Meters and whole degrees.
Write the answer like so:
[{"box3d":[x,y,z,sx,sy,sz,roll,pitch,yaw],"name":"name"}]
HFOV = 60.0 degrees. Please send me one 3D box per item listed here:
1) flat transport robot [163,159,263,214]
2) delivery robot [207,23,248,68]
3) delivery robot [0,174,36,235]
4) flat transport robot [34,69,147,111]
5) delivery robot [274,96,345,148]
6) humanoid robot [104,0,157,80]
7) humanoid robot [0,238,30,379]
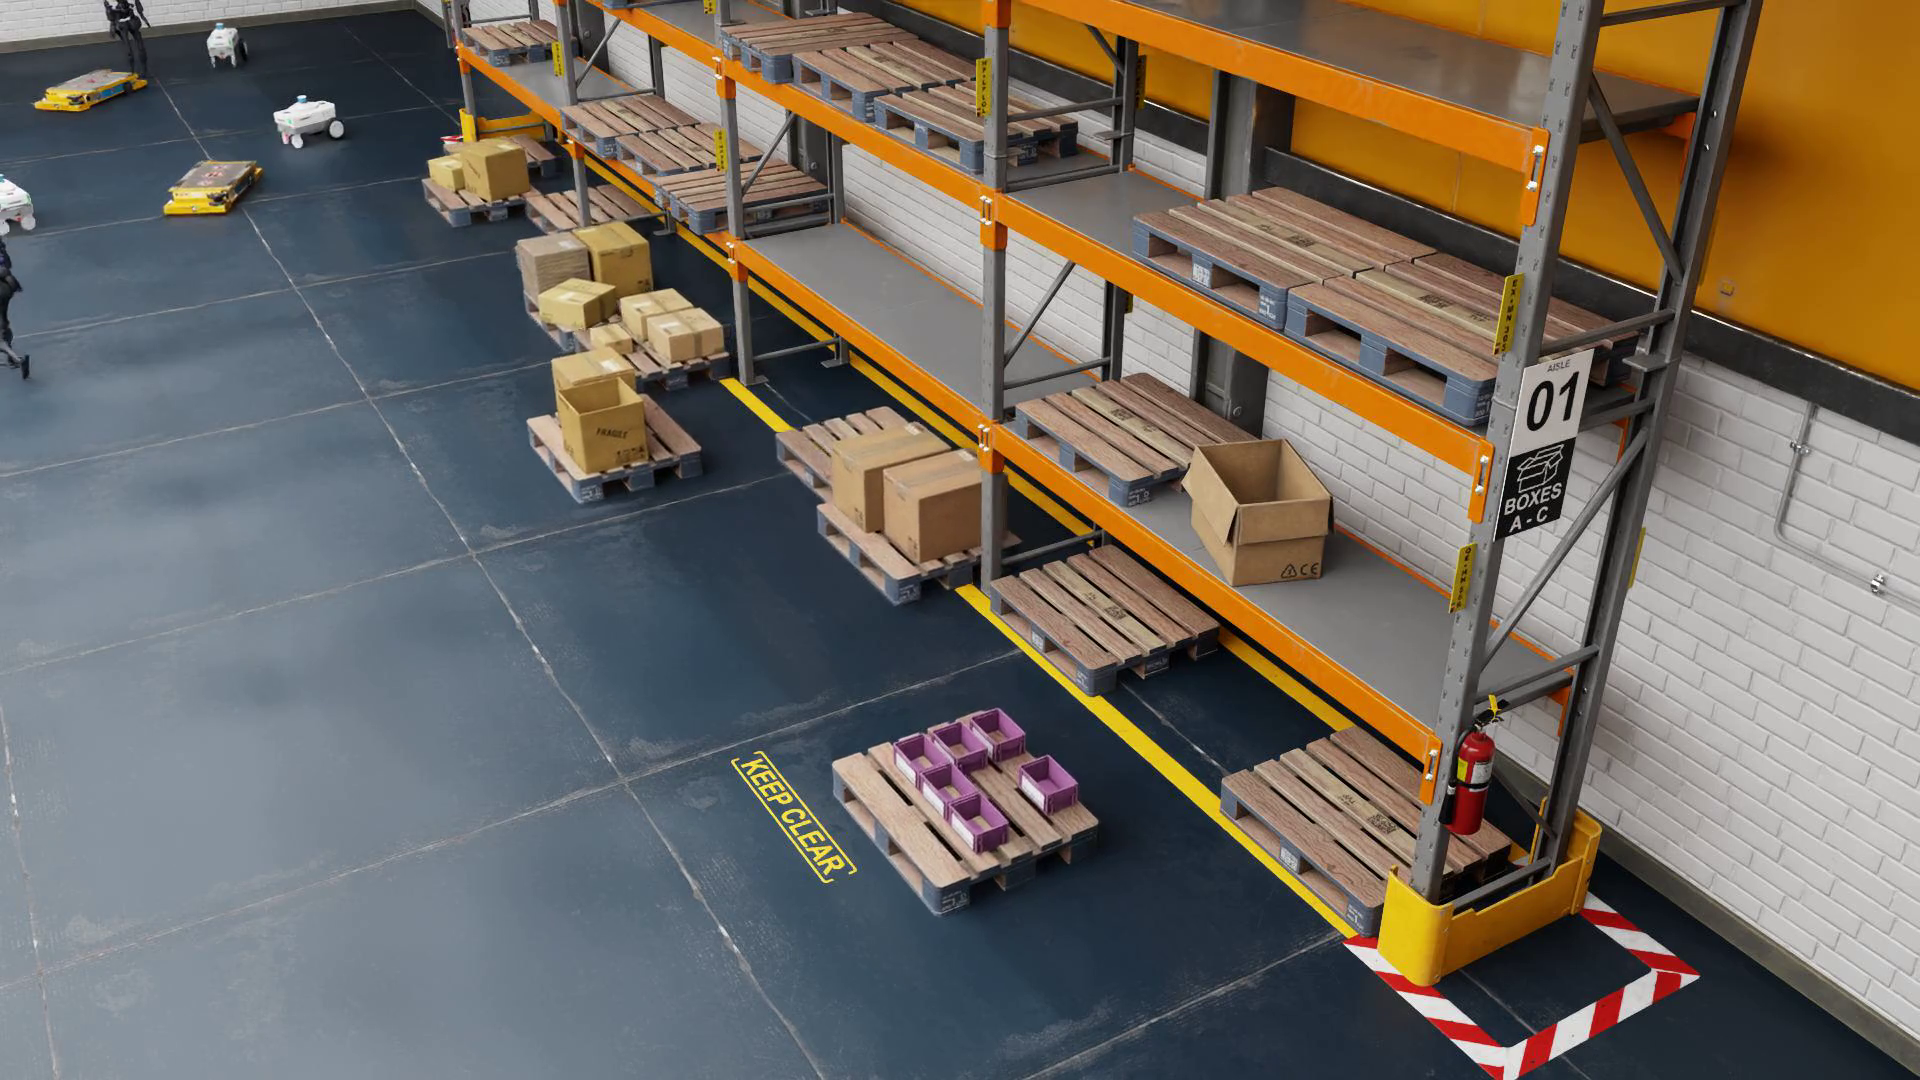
[{"box3d":[-8.354,-3.962,18.626,0.659,0.231,1.431,-2,30,-4],"name":"flat transport robot"},{"box3d":[-10.590,-7.131,23.943,0.499,0.606,0.796,-7,30,-12],"name":"delivery robot"},{"box3d":[-10.173,-3.582,17.682,0.782,0.611,0.524,26,38,38],"name":"delivery robot"},{"box3d":[-11.621,-6.013,22.248,0.659,0.231,1.431,6,30,10],"name":"flat transport robot"},{"box3d":[-8.011,-5.155,20.456,0.507,0.608,0.779,18,34,29],"name":"delivery robot"},{"box3d":[-11.448,-7.152,22.829,0.307,1.651,0.609,14,32,23],"name":"humanoid robot"},{"box3d":[-8.178,-2.174,14.055,0.643,1.629,0.583,14,33,24],"name":"humanoid robot"}]
